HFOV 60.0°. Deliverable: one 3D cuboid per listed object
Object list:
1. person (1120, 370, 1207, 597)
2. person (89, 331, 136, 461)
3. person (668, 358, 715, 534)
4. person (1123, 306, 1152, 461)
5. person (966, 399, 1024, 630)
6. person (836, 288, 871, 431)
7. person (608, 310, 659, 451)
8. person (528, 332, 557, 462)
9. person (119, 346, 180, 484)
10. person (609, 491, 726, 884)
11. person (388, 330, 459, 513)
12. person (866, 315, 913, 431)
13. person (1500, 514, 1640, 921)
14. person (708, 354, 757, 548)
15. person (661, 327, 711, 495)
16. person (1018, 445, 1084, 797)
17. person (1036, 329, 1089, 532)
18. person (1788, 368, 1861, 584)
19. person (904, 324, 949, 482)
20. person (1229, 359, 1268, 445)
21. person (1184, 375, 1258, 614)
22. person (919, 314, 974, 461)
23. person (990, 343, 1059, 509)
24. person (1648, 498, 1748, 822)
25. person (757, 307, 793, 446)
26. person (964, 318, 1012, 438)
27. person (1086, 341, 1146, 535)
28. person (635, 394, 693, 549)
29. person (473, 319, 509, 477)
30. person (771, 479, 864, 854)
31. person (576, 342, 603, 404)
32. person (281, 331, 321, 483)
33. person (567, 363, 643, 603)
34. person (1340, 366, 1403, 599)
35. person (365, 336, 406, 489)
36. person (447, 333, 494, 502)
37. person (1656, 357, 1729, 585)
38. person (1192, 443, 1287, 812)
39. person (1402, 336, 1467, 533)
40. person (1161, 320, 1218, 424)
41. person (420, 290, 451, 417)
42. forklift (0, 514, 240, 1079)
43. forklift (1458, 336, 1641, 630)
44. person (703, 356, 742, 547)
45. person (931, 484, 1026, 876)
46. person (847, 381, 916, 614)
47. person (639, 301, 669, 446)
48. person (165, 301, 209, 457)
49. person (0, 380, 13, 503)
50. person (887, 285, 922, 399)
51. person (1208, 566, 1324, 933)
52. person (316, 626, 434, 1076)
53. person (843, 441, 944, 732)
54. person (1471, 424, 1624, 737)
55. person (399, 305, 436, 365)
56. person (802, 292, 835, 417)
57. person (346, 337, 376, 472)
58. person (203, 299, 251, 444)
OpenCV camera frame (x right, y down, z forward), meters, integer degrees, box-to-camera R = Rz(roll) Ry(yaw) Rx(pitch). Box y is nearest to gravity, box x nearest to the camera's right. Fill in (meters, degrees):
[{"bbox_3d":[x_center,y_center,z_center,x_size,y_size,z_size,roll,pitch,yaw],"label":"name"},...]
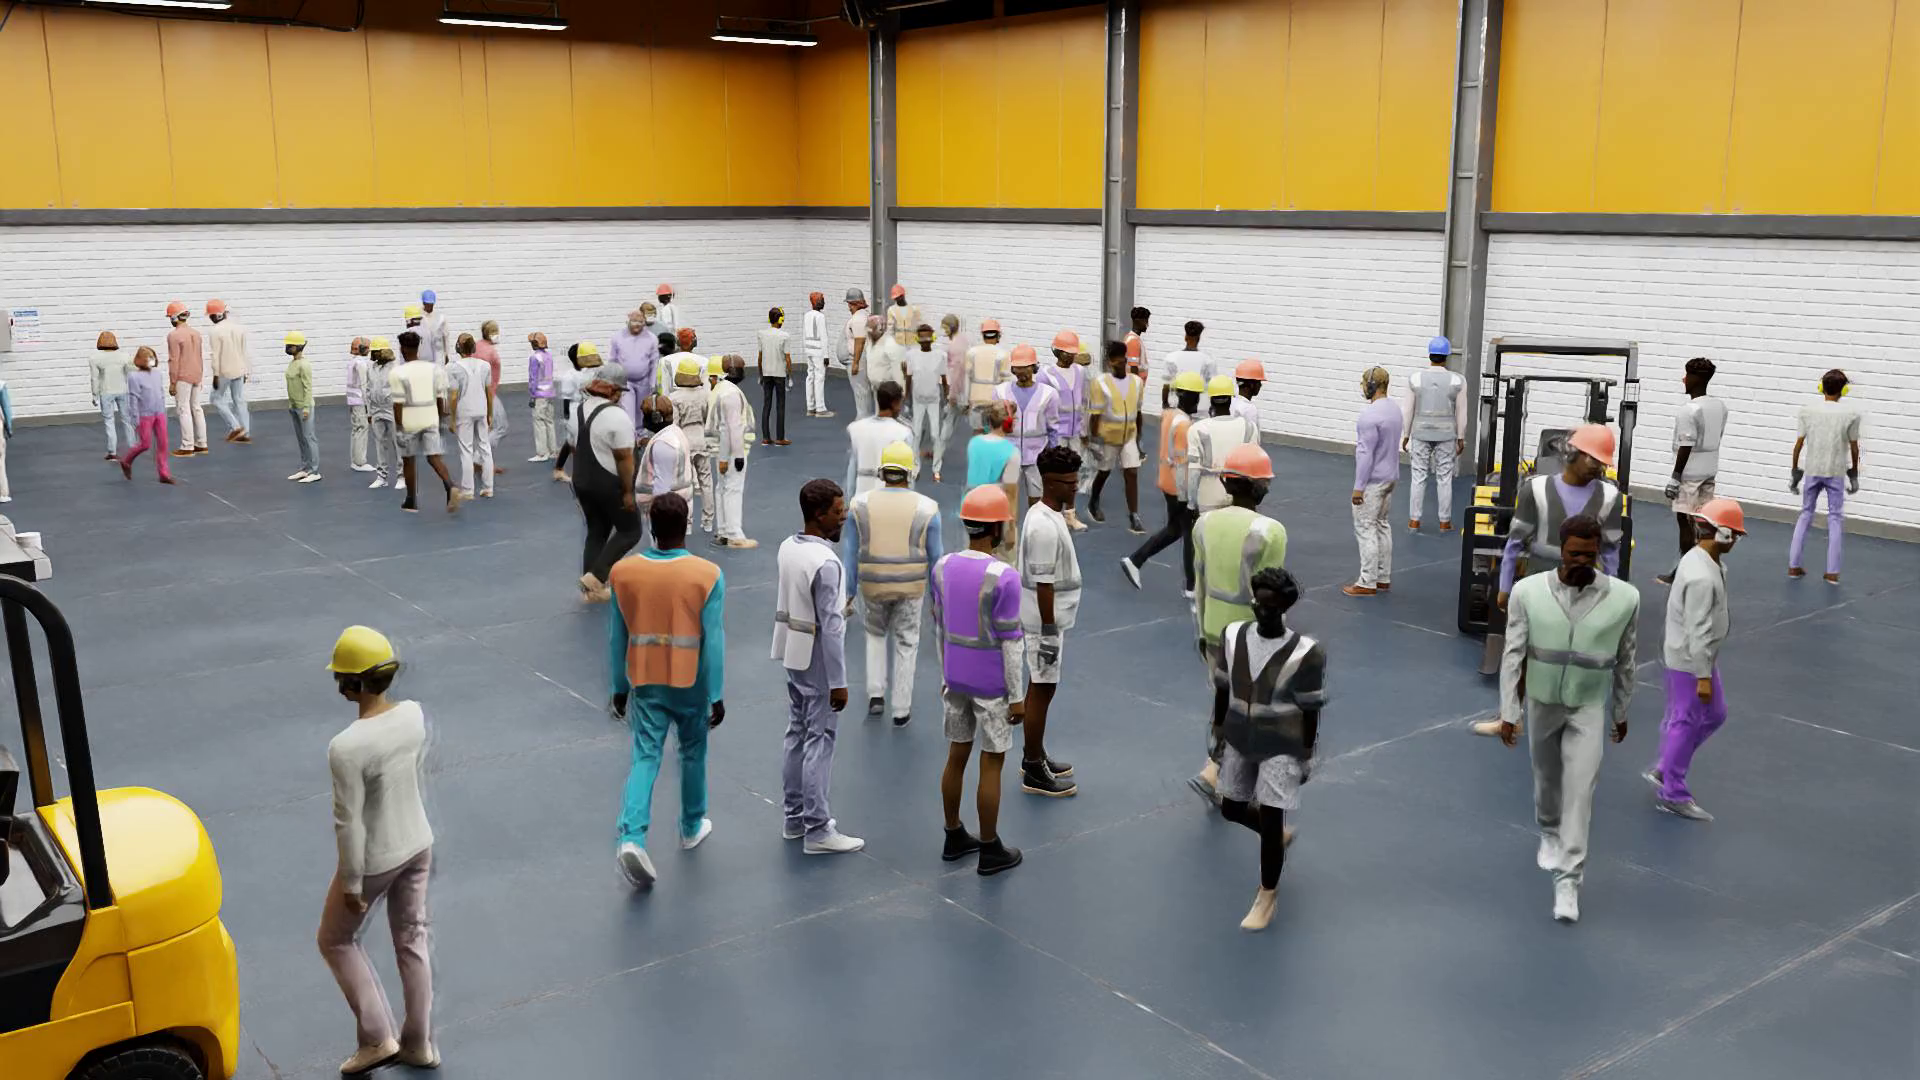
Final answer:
[{"bbox_3d":[1.769,-0.460,13.816,0.744,1.903,0.592,-1,12,-6],"label":"person"},{"bbox_3d":[-10.692,-1.818,21.003,0.504,1.632,0.270,-10,15,-40],"label":"person"},{"bbox_3d":[-2.661,-0.928,16.437,0.487,1.746,0.286,-8,14,-35],"label":"person"},{"bbox_3d":[2.202,-1.961,20.928,0.389,1.953,0.613,1,12,3],"label":"person"},{"bbox_3d":[0.200,-0.152,12.509,0.764,1.819,0.590,-10,15,-40],"label":"person"},{"bbox_3d":[-1.492,-2.573,23.662,0.535,2.000,0.688,1,12,6],"label":"person"},{"bbox_3d":[-4.254,-2.077,21.734,0.659,1.855,0.942,-3,12,-13],"label":"person"},{"bbox_3d":[-5.256,-1.803,20.935,0.322,1.628,0.535,3,12,12],"label":"person"},{"bbox_3d":[-9.429,-1.441,19.243,0.642,1.611,0.505,4,12,17],"label":"person"},{"bbox_3d":[-1.466,0.713,8.204,0.601,1.884,0.918,2,12,8],"label":"person"},{"bbox_3d":[-5.620,-1.222,17.381,0.816,1.945,0.610,11,16,43],"label":"person"},{"bbox_3d":[-0.868,-1.926,21.001,0.859,1.861,0.665,-6,13,-28],"label":"person"},{"bbox_3d":[2.874,0.793,7.914,0.598,1.836,1.020,4,12,20],"label":"person"},{"bbox_3d":[-2.164,-0.852,15.835,0.429,1.841,0.633,-5,13,-24],"label":"person"},{"bbox_3d":[-3.038,-1.429,18.548,0.568,1.878,0.351,1,12,5],"label":"person"},{"bbox_3d":[0.498,0.437,9.310,0.364,1.962,0.612,1,12,3],"label":"person"},{"bbox_3d":[1.032,-1.064,16.408,0.614,2.031,0.402,-9,15,-37],"label":"person"},{"bbox_3d":[7.466,-0.552,14.364,0.523,1.856,0.386,11,16,42],"label":"person"},{"bbox_3d":[-0.390,-1.592,19.373,0.526,1.860,0.320,0,12,2],"label":"person"},{"bbox_3d":[2.468,-0.606,14.444,0.388,1.929,0.547,-2,12,-9],"label":"person"},{"bbox_3d":[2.052,-0.338,13.152,0.588,1.923,0.383,-3,12,-13],"label":"person"},{"bbox_3d":[0.027,-1.848,20.564,1.048,1.880,0.662,0,12,1],"label":"person"},{"bbox_3d":[0.566,-0.719,14.701,0.609,2.044,0.394,2,12,9],"label":"person"},{"bbox_3d":[3.977,0.634,8.942,0.358,1.727,0.626,6,13,27],"label":"person"},{"bbox_3d":[-2.465,-2.178,22.219,0.525,1.857,0.344,4,12,20],"label":"person"},{"bbox_3d":[0.331,-1.624,19.419,0.594,1.910,0.433,4,12,19],"label":"person"},{"bbox_3d":[1.551,-1.050,16.644,0.644,1.915,0.994,-5,13,-22],"label":"person"},{"bbox_3d":[-2.258,-0.199,12.722,0.429,1.830,0.639,0,12,-2],"label":"person"},{"bbox_3d":[-5.559,-1.655,19.596,0.416,1.900,0.662,-5,13,-22],"label":"person"},{"bbox_3d":[-0.752,0.637,8.458,0.375,1.916,0.592,-6,13,-27],"label":"person"},{"bbox_3d":[-4.042,-1.306,18.283,0.311,1.736,0.483,3,12,15],"label":"person"},{"bbox_3d":[-7.704,-1.556,19.411,0.307,1.772,0.525,-10,16,-41],"label":"person"},{"bbox_3d":[-2.858,-0.469,13.501,0.708,2.000,0.567,10,15,40],"label":"person"},{"bbox_3d":[3.459,-0.482,13.854,0.377,1.927,0.635,9,14,36],"label":"person"},{"bbox_3d":[-6.542,-1.445,18.939,0.489,1.744,0.295,2,12,12],"label":"person"},{"bbox_3d":[-5.352,-1.340,18.184,0.506,1.846,0.346,-11,16,-42],"label":"person"},{"bbox_3d":[6.257,-0.576,14.198,0.600,1.967,0.367,-8,14,-35],"label":"person"},{"bbox_3d":[1.471,0.497,8.871,0.521,2.024,0.631,-9,15,-37],"label":"person"},{"bbox_3d":[4.692,-1.038,16.472,0.617,1.946,0.396,3,12,16],"label":"person"},{"bbox_3d":[2.554,-1.475,18.571,0.635,1.952,0.414,3,12,13],"label":"person"},{"bbox_3d":[-7.968,-2.794,25.039,0.619,1.904,0.905,-5,13,-24],"label":"person"},{"bbox_3d":[-3.687,1.115,5.480,2.313,2.155,1.214,-9,15,-36],"label":"forklift"},{"bbox_3d":[4.683,-0.471,13.136,1.214,2.155,2.313,4,12,20],"label":"forklift"},{"bbox_3d":[-2.233,-0.844,15.854,0.403,1.821,0.601,-1,12,-3],"label":"person"},{"bbox_3d":[0.111,0.683,8.213,0.546,1.929,0.388,11,16,43],"label":"person"},{"bbox_3d":[-0.620,-0.294,13.010,0.612,1.895,0.522,8,14,34],"label":"person"},{"bbox_3d":[-4.158,-2.226,22.271,0.637,1.929,0.368,-8,14,-35],"label":"person"},{"bbox_3d":[-9.945,-2.063,21.349,0.403,1.982,0.628,2,12,9],"label":"person"},{"bbox_3d":[-10.546,-1.195,17.998,0.536,1.628,0.319,-5,13,-24],"label":"person"},{"bbox_3d":[-0.892,-3.234,27.222,0.594,1.887,0.530,1,12,4],"label":"person"},{"bbox_3d":[1.436,0.919,7.656,0.540,1.679,0.568,10,15,39],"label":"person"},{"bbox_3d":[-2.217,1.177,6.268,0.433,1.751,0.528,5,13,23],"label":"person"},{"bbox_3d":[-0.405,0.283,10.412,0.630,1.812,0.486,1,12,5],"label":"person"},{"bbox_3d":[3.527,0.291,9.995,0.799,2.007,0.433,3,12,13],"label":"person"},{"bbox_3d":[-7.494,-2.320,22.945,0.404,1.832,0.597,7,13,29],"label":"person"},{"bbox_3d":[-2.157,-2.802,25.151,0.353,1.883,0.573,-8,14,-35],"label":"person"},{"bbox_3d":[-7.273,-1.645,20.192,0.324,1.630,0.507,-7,14,-32],"label":"person"},{"bbox_3d":[-9.775,-2.233,22.191,0.448,1.963,0.675,3,12,16],"label":"person"}]
